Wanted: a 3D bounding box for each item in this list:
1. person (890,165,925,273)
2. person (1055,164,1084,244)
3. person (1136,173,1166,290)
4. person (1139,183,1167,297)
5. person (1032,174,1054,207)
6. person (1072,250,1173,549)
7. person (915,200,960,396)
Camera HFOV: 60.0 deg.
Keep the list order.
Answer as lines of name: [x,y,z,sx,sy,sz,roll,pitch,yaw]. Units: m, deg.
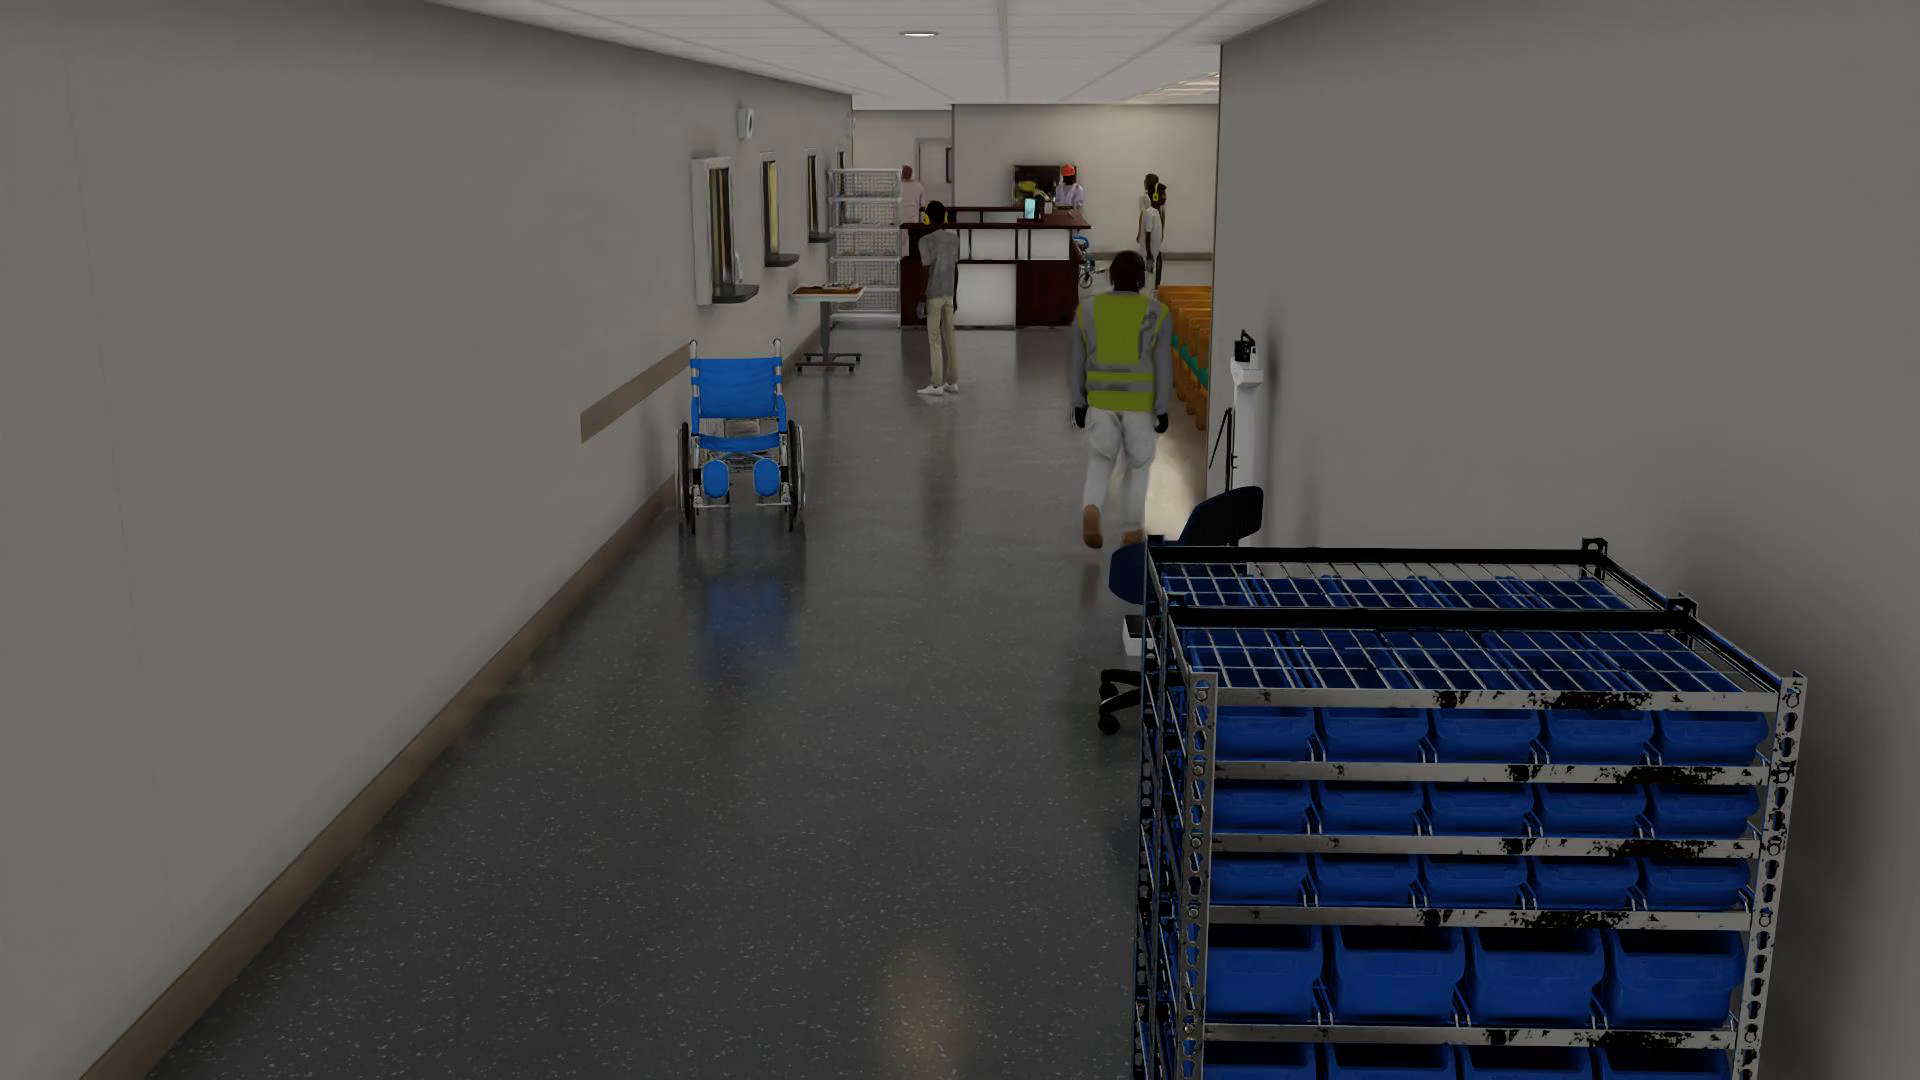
person: [-0.949,-5.712,29.673,0.651,1.913,0.409,-5,15,-19]
person: [1.921,-5.698,29.588,0.545,1.929,0.390,9,16,31]
person: [3.053,-4.934,26.648,0.513,1.846,0.334,-8,16,-29]
person: [2.450,-3.612,21.262,0.333,1.862,0.508,4,14,15]
person: [1.314,-4.971,26.874,0.488,1.825,0.700,3,14,10]
person: [0.965,-0.824,10.015,0.625,1.824,0.695,5,15,19]
person: [-0.222,-2.317,16.004,0.521,1.864,0.334,-13,19,-42]
